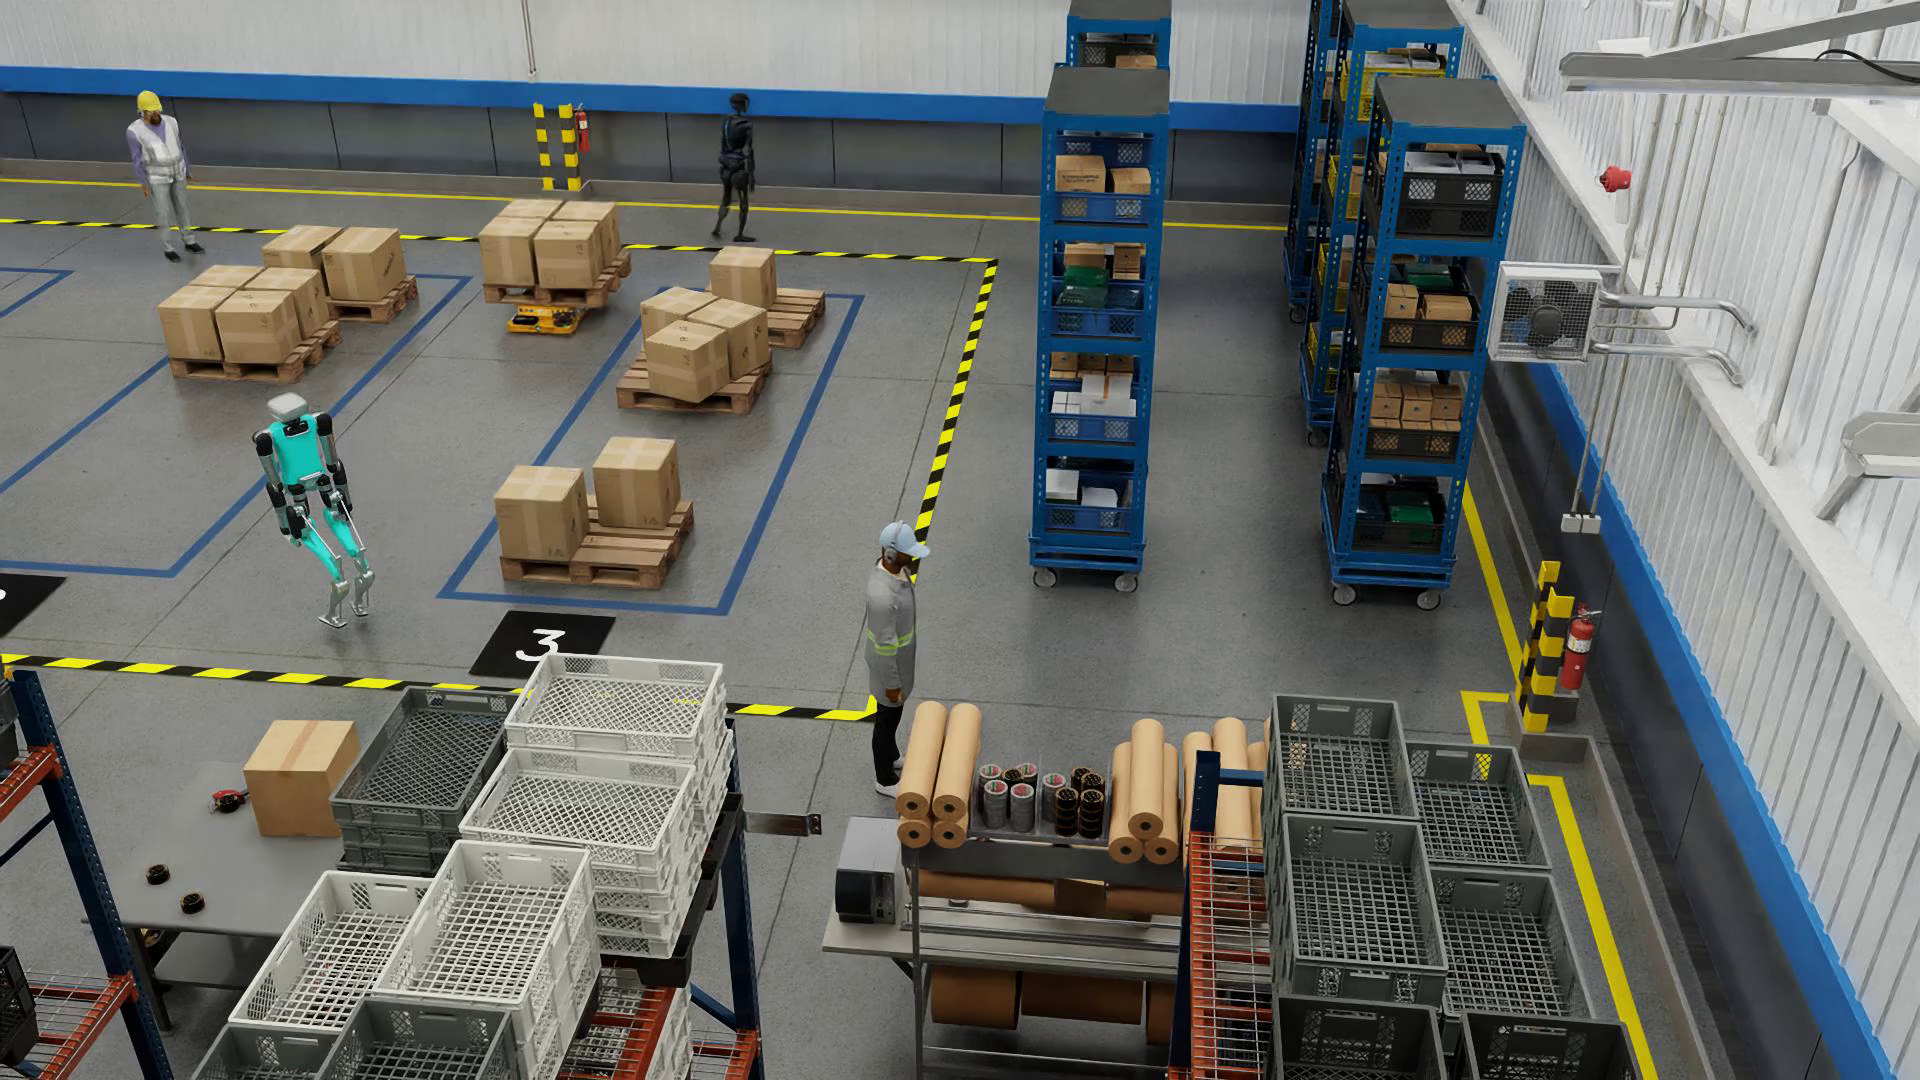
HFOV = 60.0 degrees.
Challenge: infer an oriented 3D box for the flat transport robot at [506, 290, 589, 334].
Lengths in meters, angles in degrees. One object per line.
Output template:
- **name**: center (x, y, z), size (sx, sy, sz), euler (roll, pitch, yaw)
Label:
- **flat transport robot**: center (-4.054, -2.467, 16.883), size (0.652, 0.197, 1.431), euler (3, 30, 6)

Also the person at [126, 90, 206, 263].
- **person**: center (-8.515, -3.911, 17.836), size (0.404, 1.829, 0.599), euler (19, 35, 30)

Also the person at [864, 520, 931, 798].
- **person**: center (-0.366, 0.702, 9.899), size (0.396, 1.848, 0.587), euler (2, 30, 3)

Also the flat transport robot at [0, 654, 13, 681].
- **flat transport robot**: center (-7.142, 0.969, 11.010), size (1.431, 0.231, 0.659), euler (3, 30, 6)

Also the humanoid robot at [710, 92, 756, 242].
- **humanoid robot**: center (-2.520, -4.090, 18.297), size (0.477, 1.639, 0.594), euler (-24, 38, -35)

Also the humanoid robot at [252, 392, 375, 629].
- **humanoid robot**: center (-4.312, -0.141, 11.318), size (0.533, 1.681, 0.735), euler (-26, 39, -37)
